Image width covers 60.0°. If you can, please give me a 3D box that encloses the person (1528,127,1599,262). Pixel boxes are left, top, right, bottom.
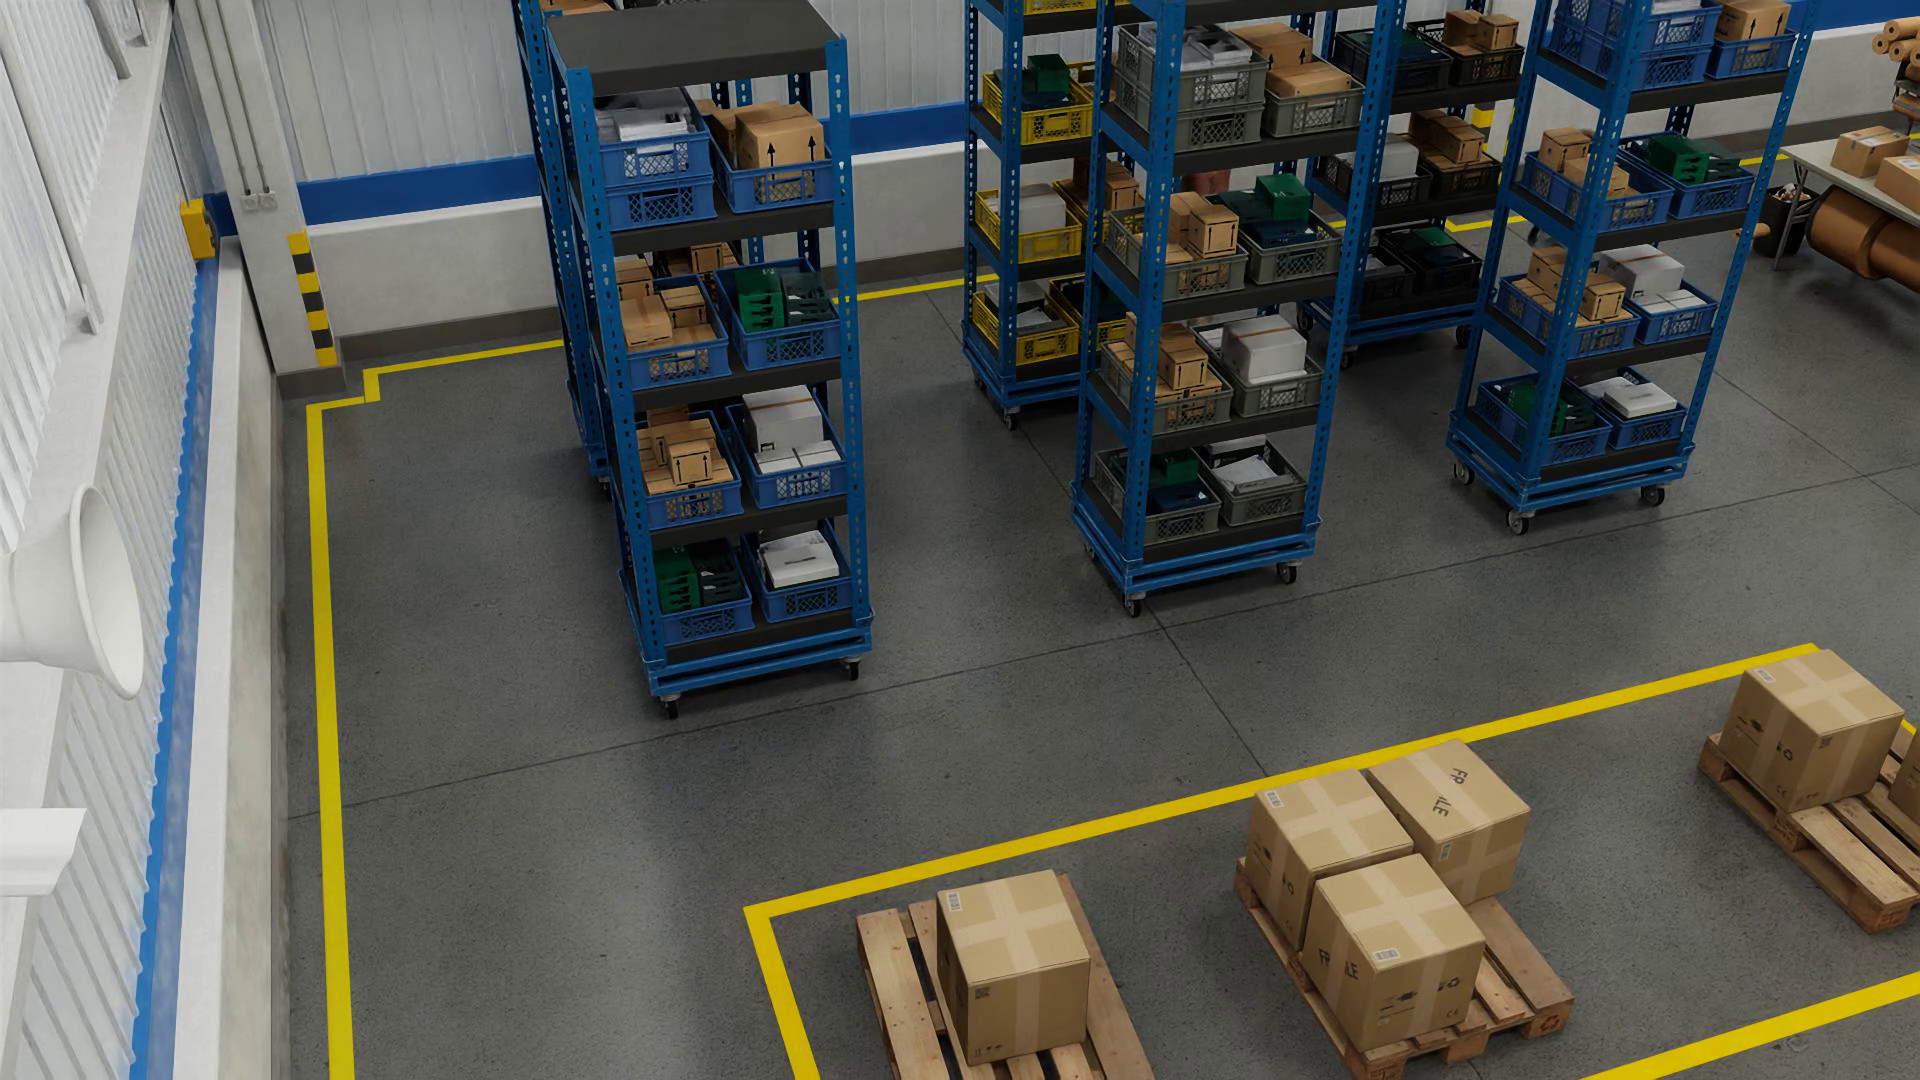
[{"bbox_3d":[4.324,-2.177,11.941,0.309,1.637,0.523,-23,41,-29],"label":"person"}]

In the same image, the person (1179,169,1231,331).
[{"bbox_3d":[1.676,-2.191,11.654,0.377,1.995,0.608,15,38,20],"label":"person"}]
